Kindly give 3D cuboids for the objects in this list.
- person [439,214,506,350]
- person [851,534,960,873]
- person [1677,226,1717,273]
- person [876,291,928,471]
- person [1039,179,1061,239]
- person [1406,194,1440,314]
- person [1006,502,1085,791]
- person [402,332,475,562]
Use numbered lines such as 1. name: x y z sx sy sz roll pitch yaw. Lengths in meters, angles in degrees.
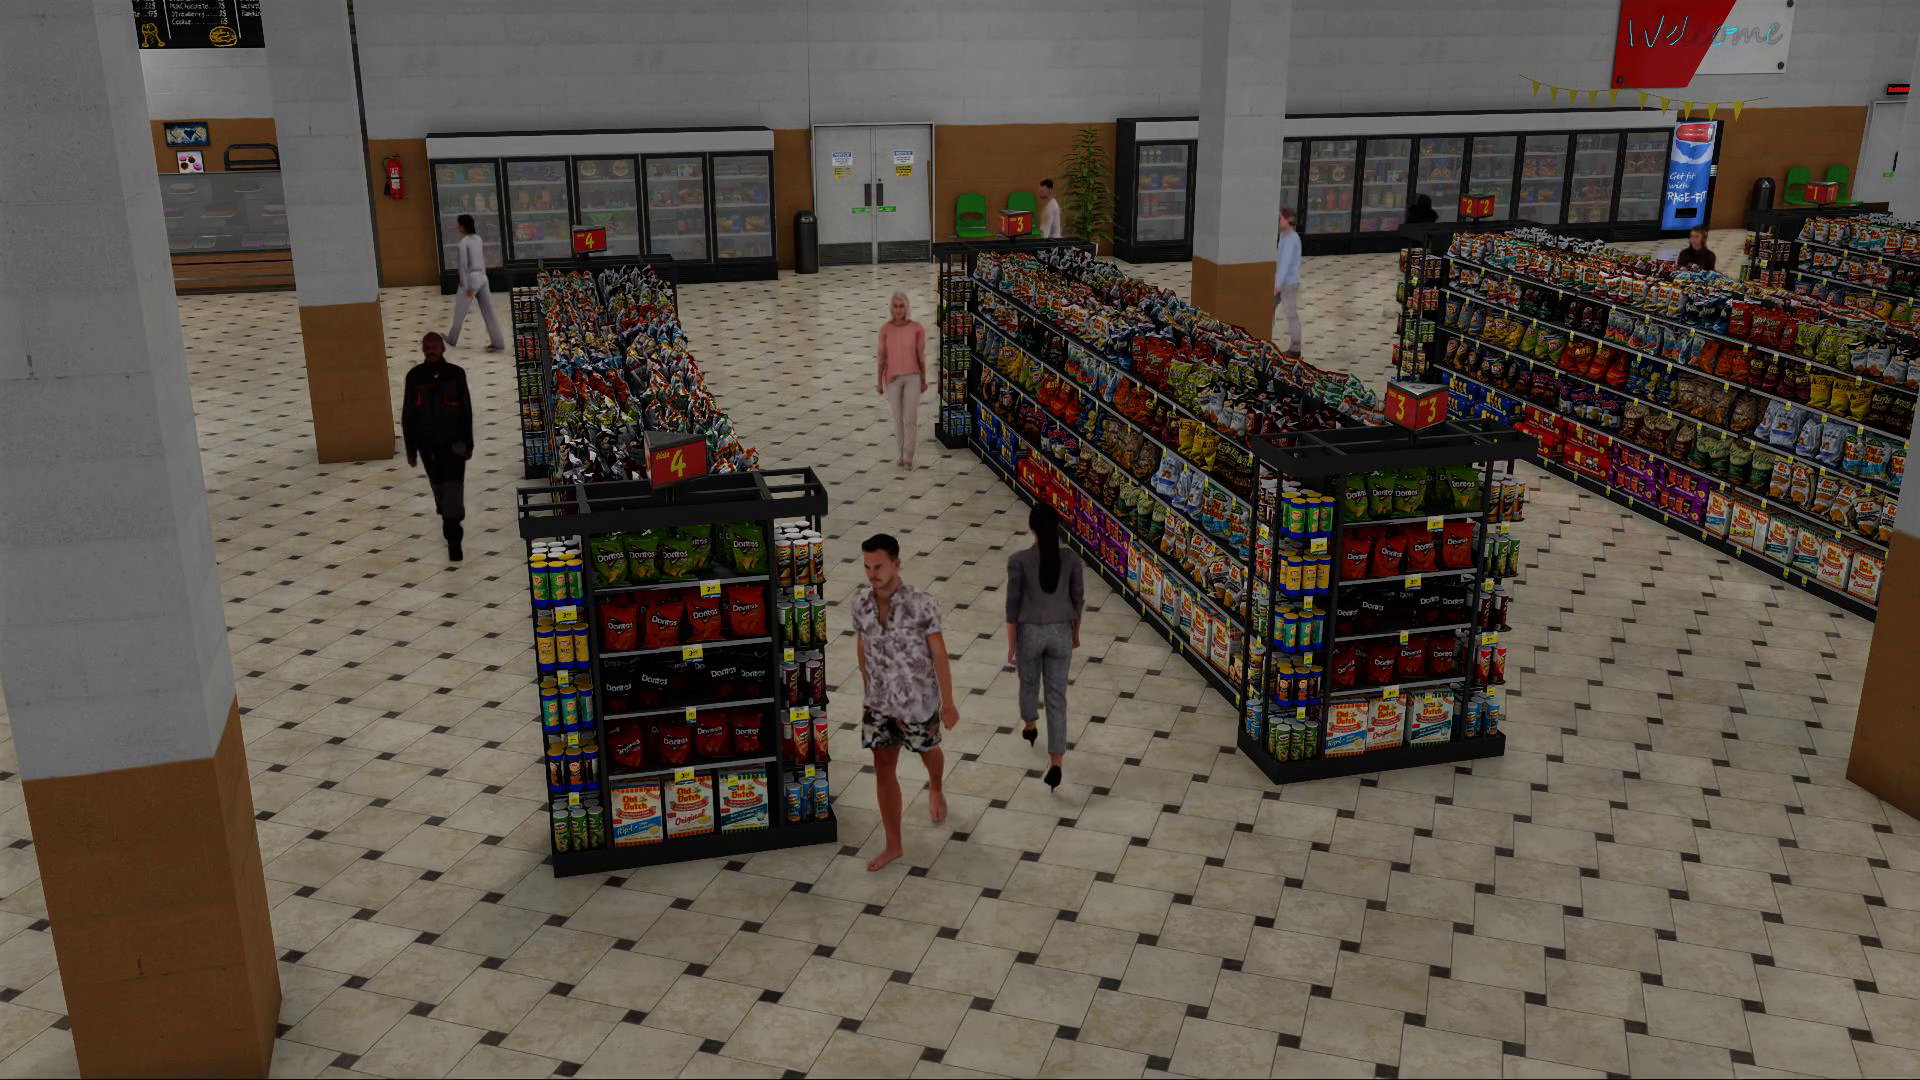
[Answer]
1. person: -6.045 -3.209 20.945 1.148 1.689 1.140 8 20 23
2. person: -0.273 0.795 8.921 1.178 1.785 1.299 6 19 16
3. person: 8.927 -2.949 20.218 0.943 1.661 1.079 -15 24 -38
4. person: -0.542 -1.555 16.019 0.794 1.704 0.963 1 19 4
5. person: 1.345 -4.286 23.975 0.917 1.794 0.705 5 19 16
6. person: 6.436 -4.002 23.320 0.812 1.674 0.702 -11 21 -29
7. person: 0.495 0.650 9.605 0.760 1.622 1.162 -2 19 -6
8. person: -4.280 -0.821 13.716 0.727 1.783 1.231 -4 19 -13
